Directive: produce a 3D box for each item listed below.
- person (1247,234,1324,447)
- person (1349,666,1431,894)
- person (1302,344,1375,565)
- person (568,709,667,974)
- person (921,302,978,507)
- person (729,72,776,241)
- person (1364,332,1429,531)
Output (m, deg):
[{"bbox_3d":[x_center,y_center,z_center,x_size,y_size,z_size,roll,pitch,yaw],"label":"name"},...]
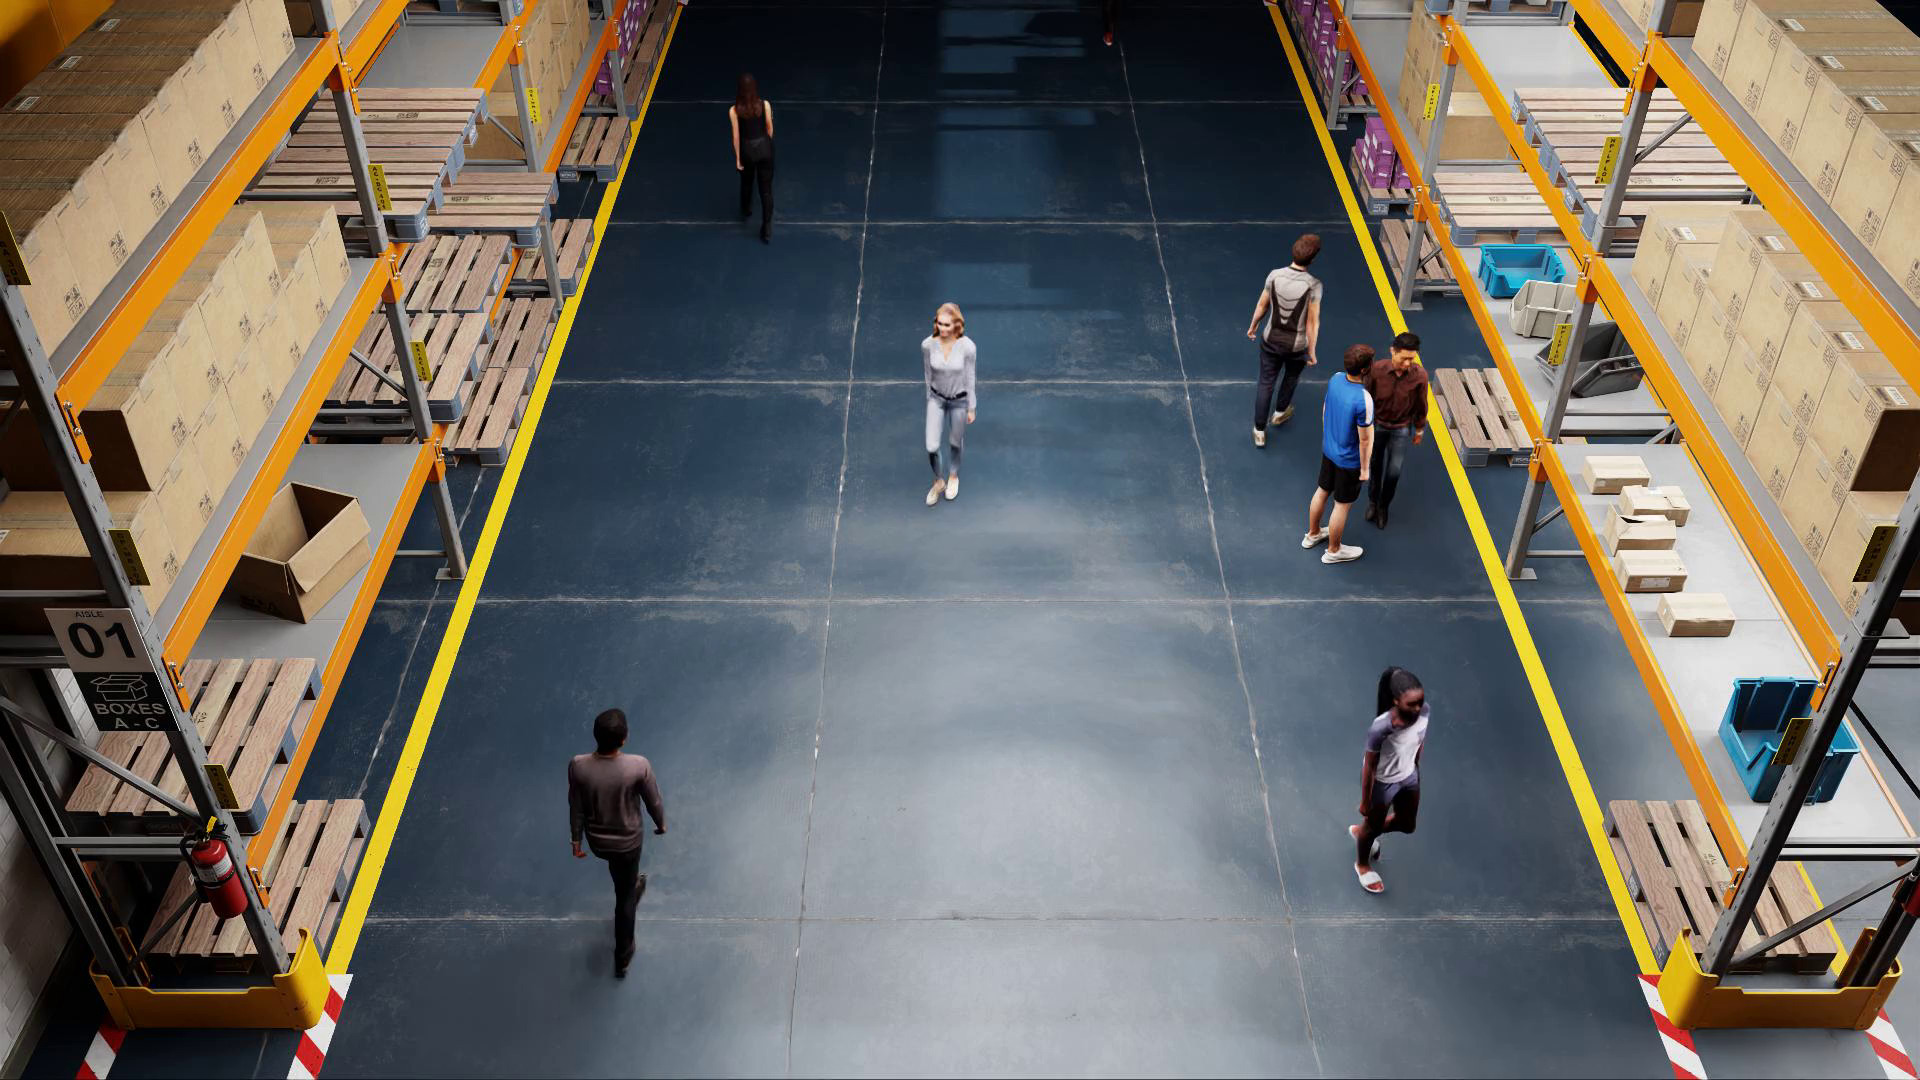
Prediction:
[{"bbox_3d":[2.653,-1.580,13.608,1.005,1.860,1.058,15,41,18],"label":"person"},{"bbox_3d":[2.522,1.395,10.002,0.754,1.711,0.793,-18,42,-22],"label":"person"},{"bbox_3d":[2.866,-0.661,12.452,0.804,1.866,0.686,-19,42,-22],"label":"person"},{"bbox_3d":[-2.006,1.768,9.520,0.722,1.729,0.947,0,39,0],"label":"person"},{"bbox_3d":[-0.054,-1.118,13.094,0.676,1.779,0.713,8,39,10],"label":"person"},{"bbox_3d":[-2.005,-3.787,16.542,0.761,1.647,1.107,-10,40,-12],"label":"person"},{"bbox_3d":[3.328,-0.913,12.854,0.774,1.759,0.760,16,41,19],"label":"person"}]
